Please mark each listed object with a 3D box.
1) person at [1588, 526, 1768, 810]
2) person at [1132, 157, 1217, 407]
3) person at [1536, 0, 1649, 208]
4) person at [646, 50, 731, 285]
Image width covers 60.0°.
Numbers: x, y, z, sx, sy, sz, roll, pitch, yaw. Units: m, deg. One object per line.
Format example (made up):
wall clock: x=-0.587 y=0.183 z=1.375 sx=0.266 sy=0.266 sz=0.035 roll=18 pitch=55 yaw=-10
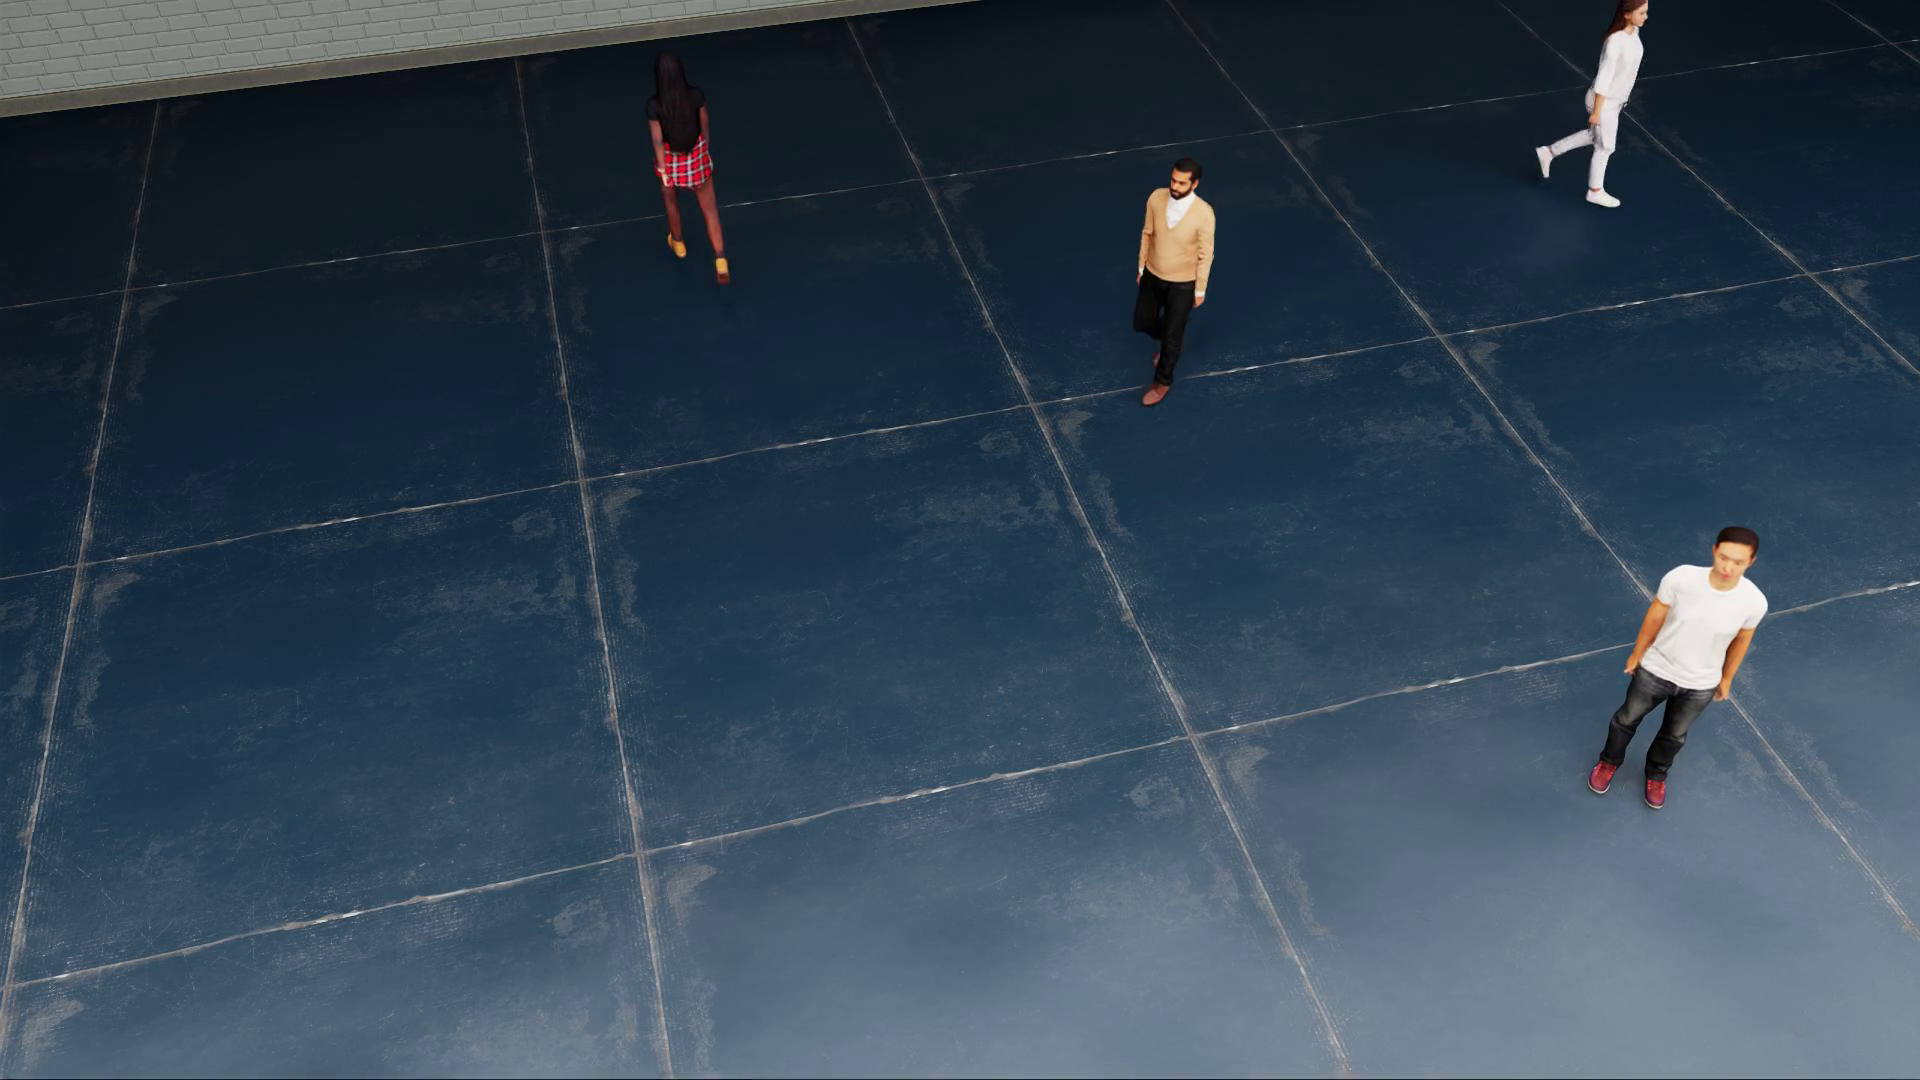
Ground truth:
person: x=3.562 y=0.616 z=8.204 sx=0.723 sy=1.804 sz=0.747 roll=16 pitch=45 yaw=16
person: x=1.402 y=-1.721 z=10.749 sx=0.930 sy=1.748 sz=0.974 roll=27 pitch=50 yaw=26
person: x=4.820 y=-3.351 z=12.552 sx=1.042 sy=1.671 sz=0.979 roll=23 pitch=48 yaw=23
person: x=-1.901 y=-2.591 z=11.721 sx=0.693 sy=1.694 sz=1.173 roll=-16 pitch=45 yaw=-16
